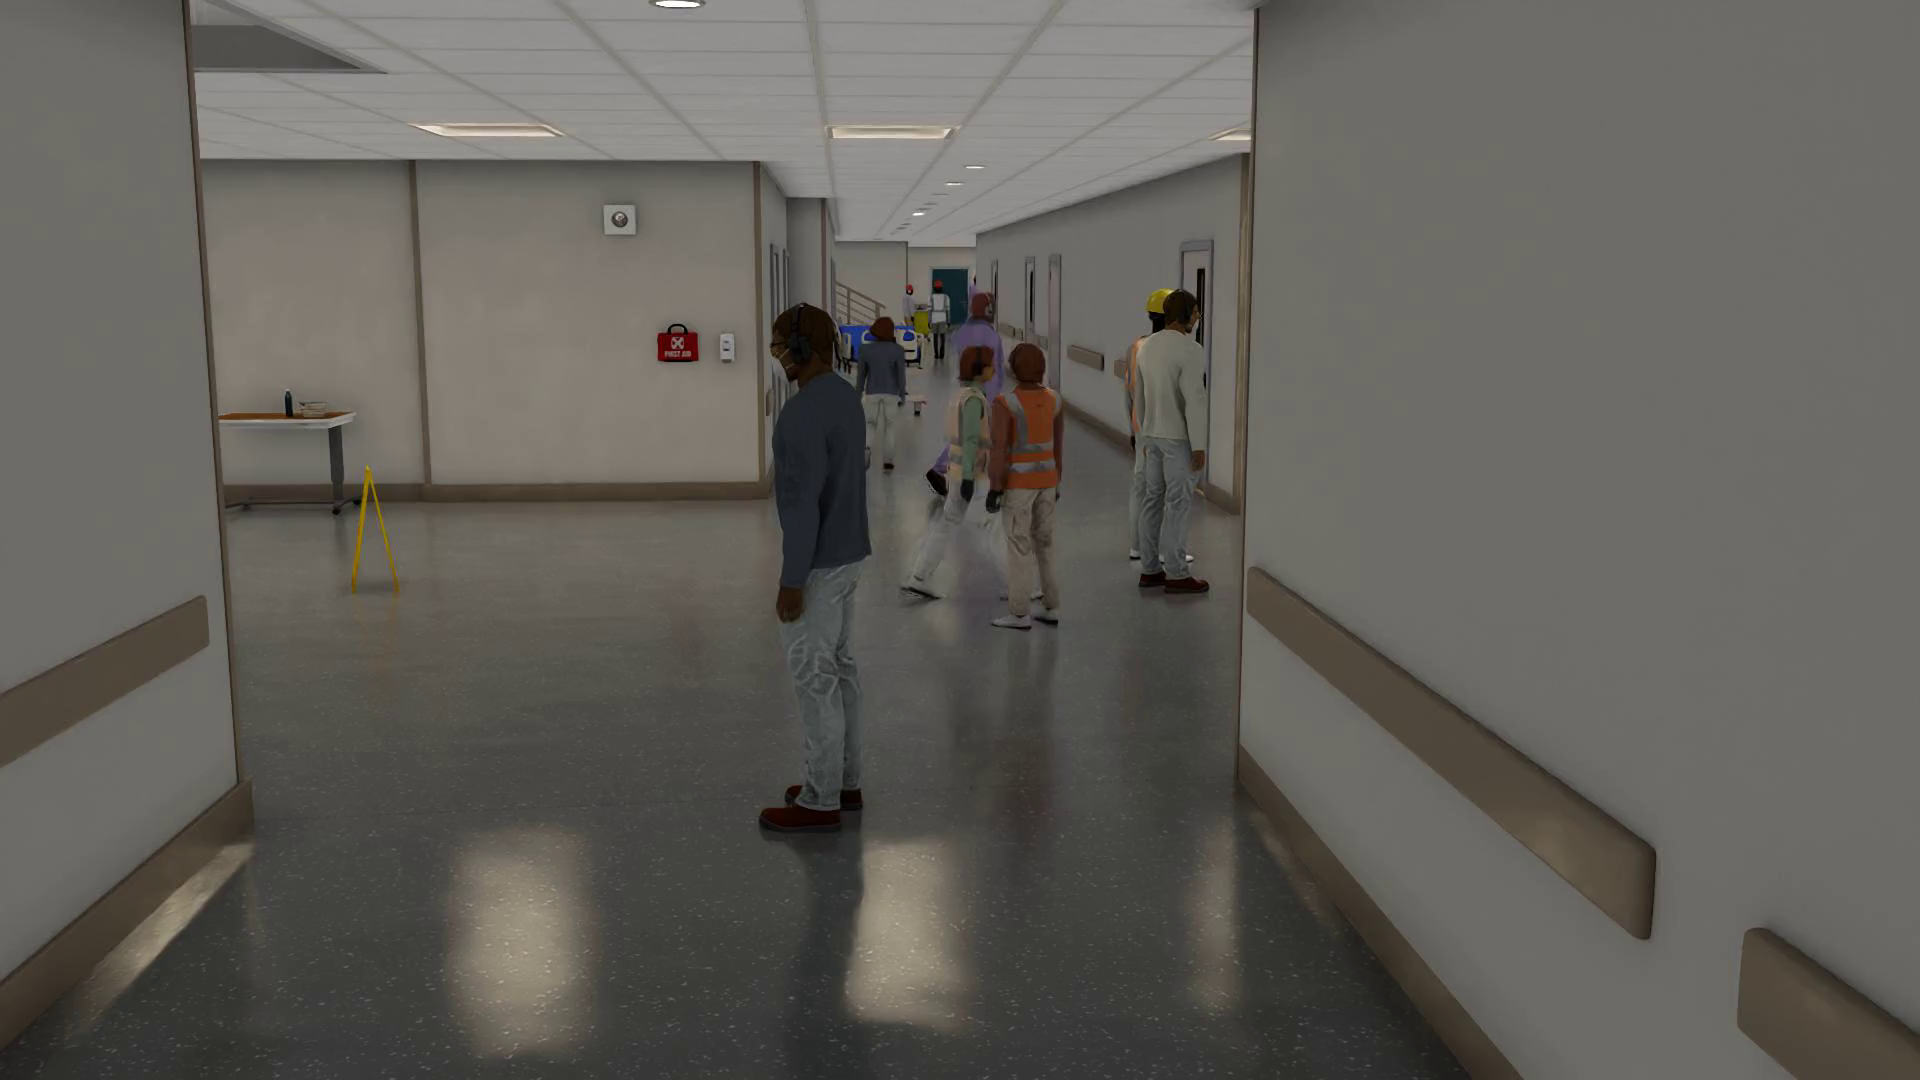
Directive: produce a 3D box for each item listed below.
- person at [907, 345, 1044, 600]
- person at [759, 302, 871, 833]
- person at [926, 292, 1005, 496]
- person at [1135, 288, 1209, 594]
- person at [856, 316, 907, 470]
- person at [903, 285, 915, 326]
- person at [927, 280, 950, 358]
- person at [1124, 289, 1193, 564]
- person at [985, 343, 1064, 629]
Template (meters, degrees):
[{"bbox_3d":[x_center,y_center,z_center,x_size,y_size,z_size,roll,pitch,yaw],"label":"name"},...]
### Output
[{"bbox_3d":[0.072,-0.406,10.290,0.862,1.595,0.526,-1,9,-5],"label":"person"},{"bbox_3d":[-0.524,0.098,6.113,0.384,1.928,0.636,2,9,10],"label":"person"},{"bbox_3d":[0.144,-1.322,15.192,0.880,1.881,0.653,-5,11,-31],"label":"person"},{"bbox_3d":[1.357,-0.628,10.627,0.354,1.936,0.635,-5,10,-28],"label":"person"},{"bbox_3d":[-0.808,-1.494,17.086,0.515,1.612,0.567,1,9,8],"label":"person"},{"bbox_3d":[-1.447,-6.445,47.714,0.327,1.753,0.563,-4,10,-24],"label":"person"},{"bbox_3d":[-0.513,-5.326,40.206,0.557,1.918,0.813,-1,9,-3],"label":"person"},{"bbox_3d":[1.399,-0.799,11.727,0.385,1.928,0.589,-6,11,-32],"label":"person"},{"bbox_3d":[0.383,-0.297,9.511,0.546,1.634,0.314,-8,12,-41],"label":"person"}]
